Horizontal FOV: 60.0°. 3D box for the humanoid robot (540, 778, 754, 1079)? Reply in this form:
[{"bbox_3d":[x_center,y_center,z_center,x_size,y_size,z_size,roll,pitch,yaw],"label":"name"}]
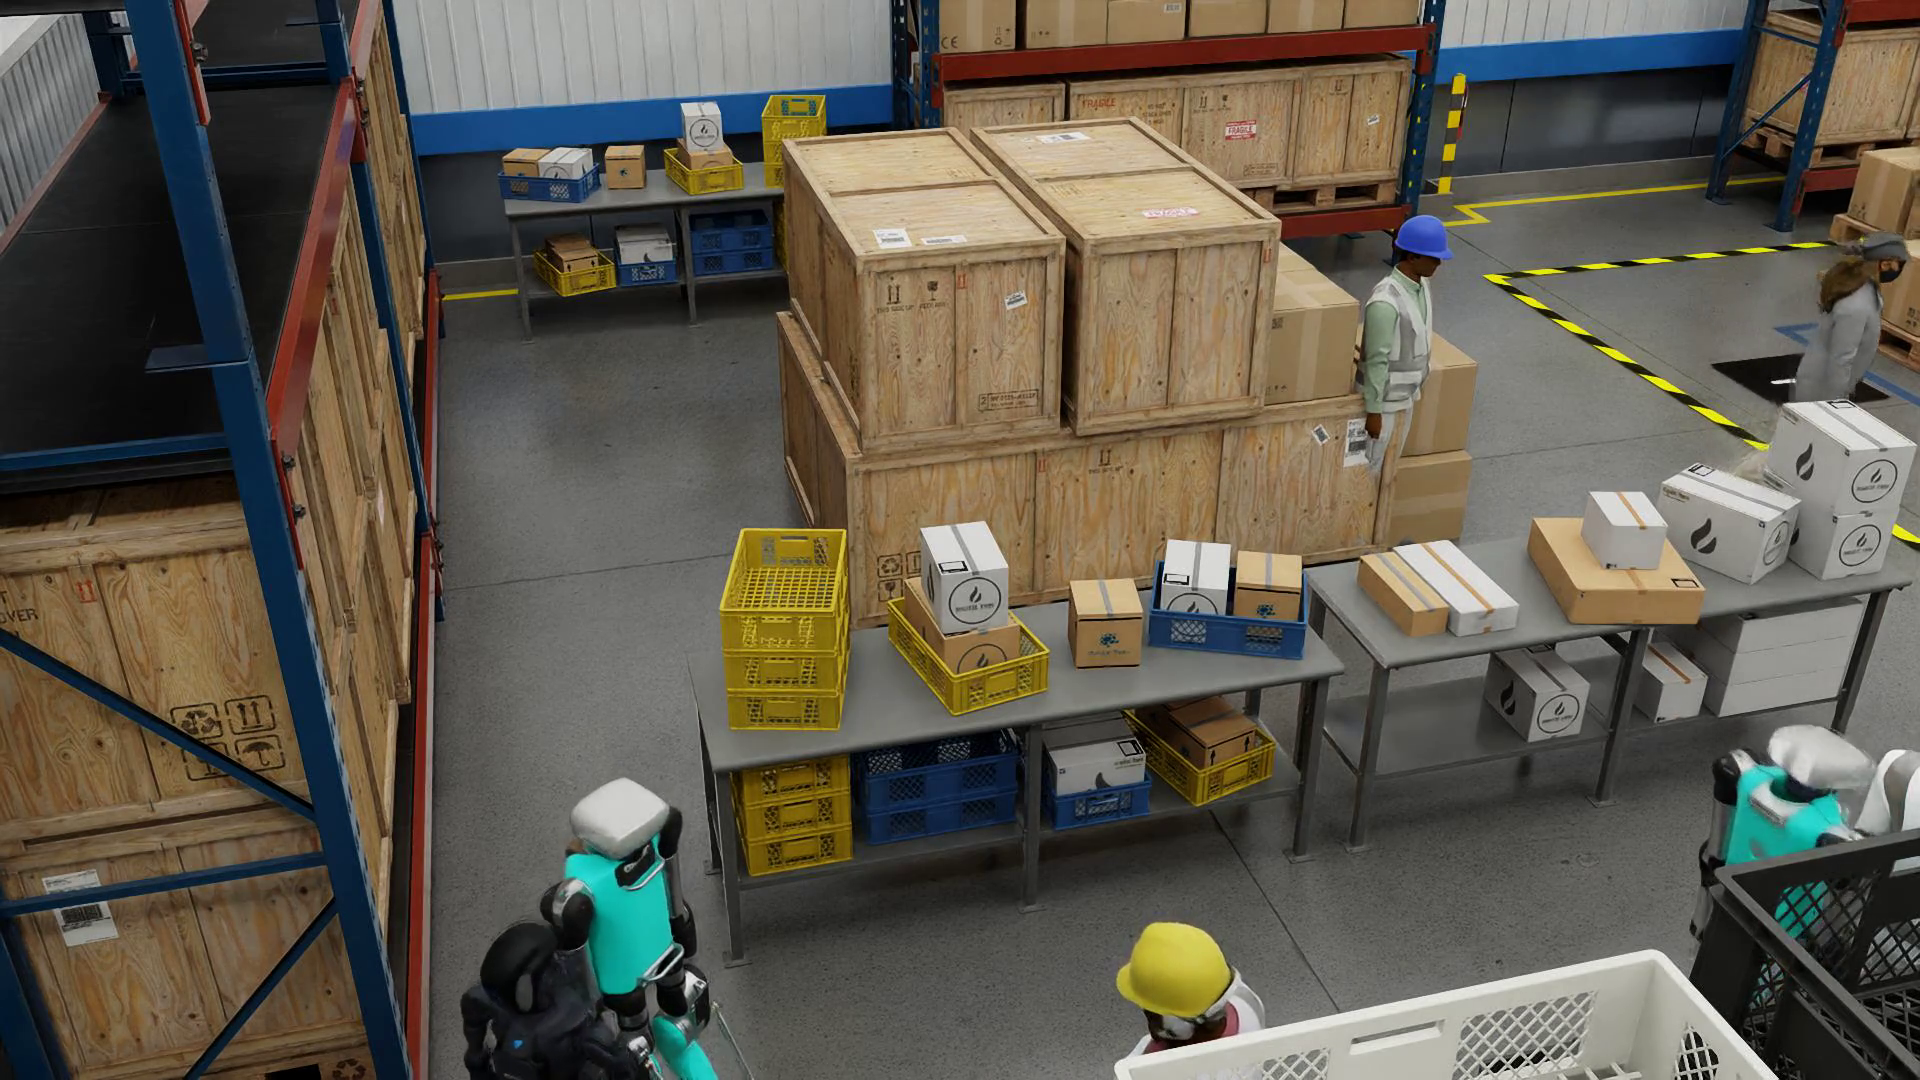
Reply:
[{"bbox_3d":[-0.767,1.533,4.844,0.668,1.832,0.534,13,31,22],"label":"humanoid robot"}]

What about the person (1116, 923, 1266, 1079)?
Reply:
[{"bbox_3d":[0.558,1.725,4.375,0.404,1.822,0.586,11,31,19],"label":"person"}]

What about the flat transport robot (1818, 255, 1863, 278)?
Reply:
[{"bbox_3d":[7.475,-2.070,12.846,1.431,0.197,0.652,-7,30,-13],"label":"flat transport robot"}]

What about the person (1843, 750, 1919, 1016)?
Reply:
[{"bbox_3d":[3.001,1.259,5.160,0.356,1.882,0.571,-19,34,-30],"label":"person"}]

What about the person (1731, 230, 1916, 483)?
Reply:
[{"bbox_3d":[4.721,-0.891,9.203,0.660,1.734,0.580,18,33,29],"label":"person"}]

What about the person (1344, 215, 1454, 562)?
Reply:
[{"bbox_3d":[2.291,-0.767,8.814,0.411,1.908,0.602,19,34,30],"label":"person"}]

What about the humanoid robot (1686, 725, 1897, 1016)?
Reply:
[{"bbox_3d":[2.628,1.313,5.229,0.853,1.788,0.545,-11,31,-19],"label":"humanoid robot"}]

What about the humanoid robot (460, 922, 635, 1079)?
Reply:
[{"bbox_3d":[-1.086,1.676,4.671,0.598,1.642,0.692,10,30,18],"label":"humanoid robot"}]
